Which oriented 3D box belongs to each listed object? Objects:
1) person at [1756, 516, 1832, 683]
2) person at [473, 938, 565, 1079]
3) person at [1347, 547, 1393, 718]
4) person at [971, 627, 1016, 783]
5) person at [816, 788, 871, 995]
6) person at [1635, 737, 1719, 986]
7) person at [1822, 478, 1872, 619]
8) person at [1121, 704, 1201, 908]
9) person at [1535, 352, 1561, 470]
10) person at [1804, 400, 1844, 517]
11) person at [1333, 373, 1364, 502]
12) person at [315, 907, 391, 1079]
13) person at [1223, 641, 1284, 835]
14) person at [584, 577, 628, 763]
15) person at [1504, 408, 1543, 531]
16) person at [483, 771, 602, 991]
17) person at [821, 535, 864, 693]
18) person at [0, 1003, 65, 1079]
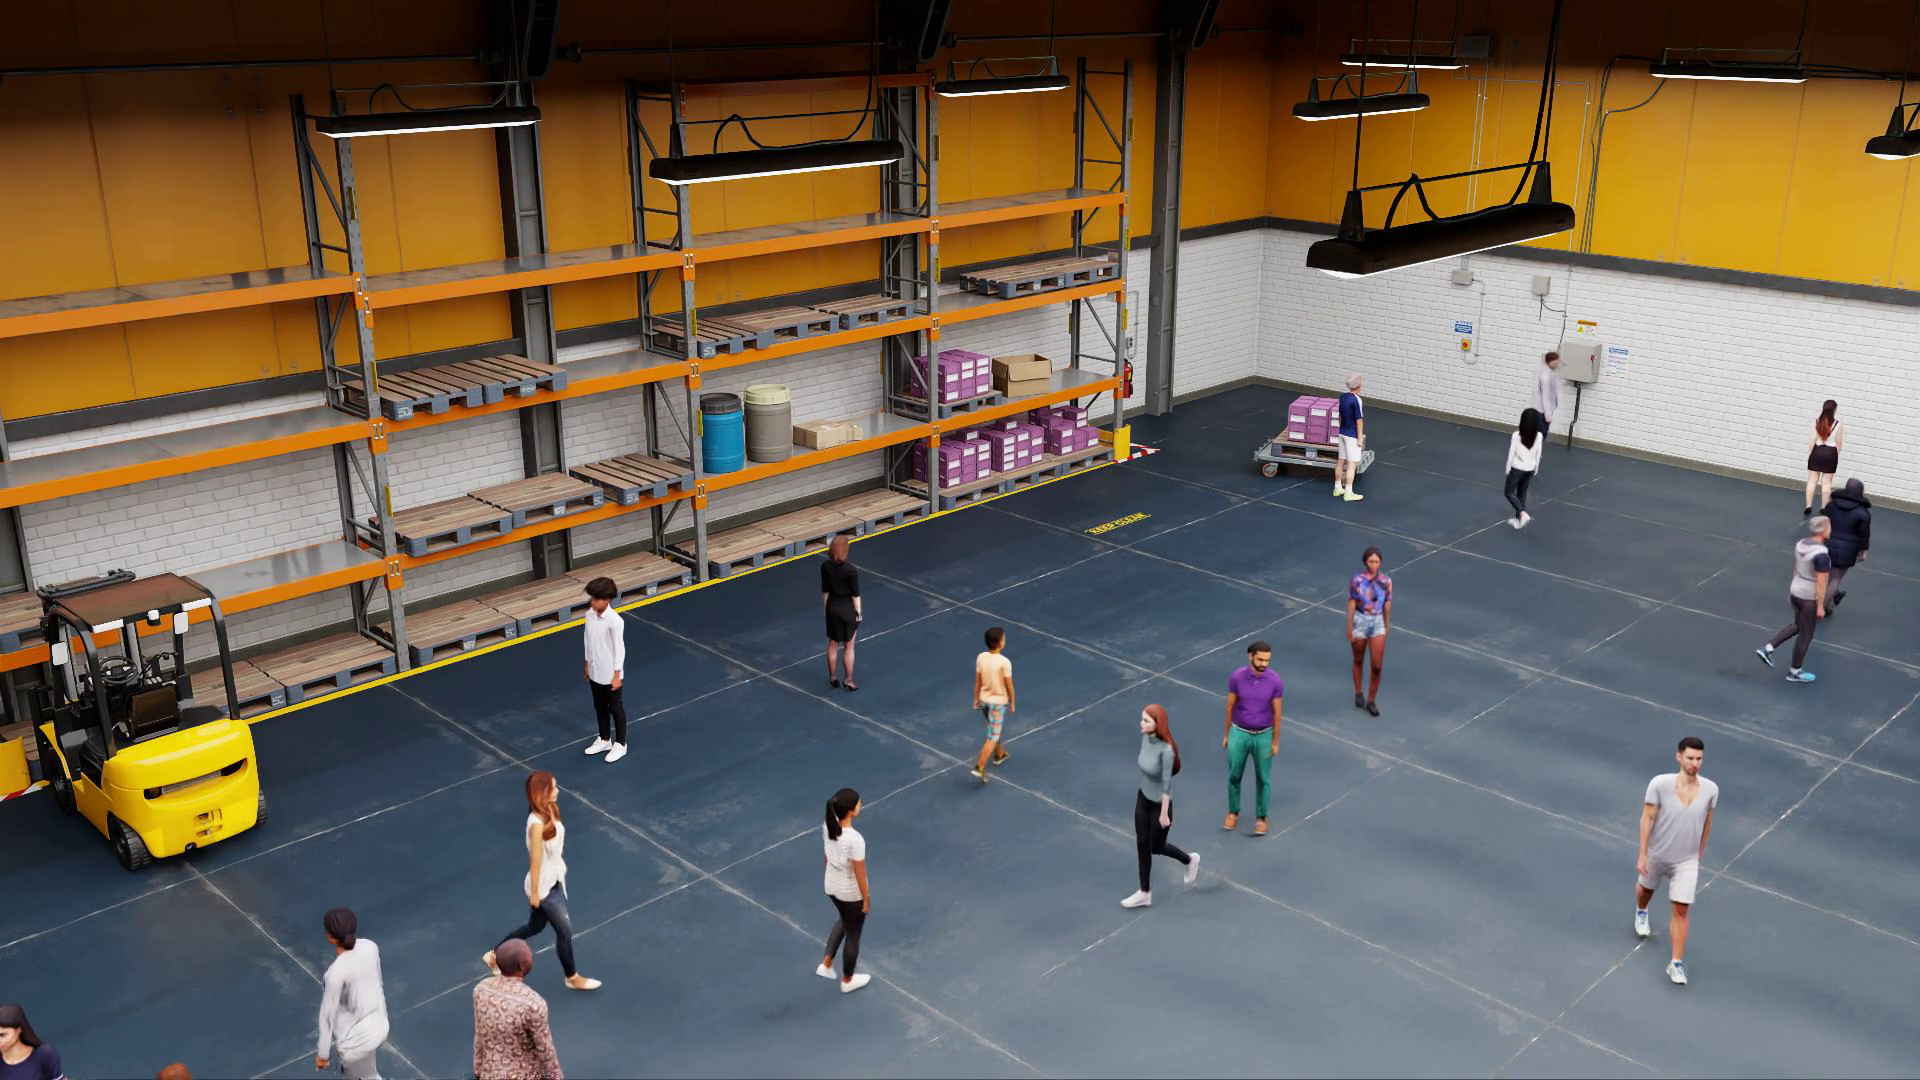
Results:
[{"bbox_3d":[8.807,0.622,17.498,0.990,1.817,0.934,1,19,4],"label":"person"},{"bbox_3d":[-2.688,3.234,9.793,0.885,1.785,1.227,11,22,30],"label":"person"},{"bbox_3d":[4.120,0.879,16.881,0.851,1.724,0.926,1,19,4],"label":"person"},{"bbox_3d":[0.275,1.532,15.387,0.673,1.441,1.021,12,22,33],"label":"person"},{"bbox_3d":[-0.890,2.562,12.020,0.646,1.636,0.592,-16,24,-39],"label":"person"},{"bbox_3d":[5.321,2.303,12.526,1.144,1.806,1.360,4,19,11],"label":"person"},{"bbox_3d":[10.159,0.116,19.276,1.033,1.642,0.776,-13,23,-34],"label":"person"},{"bbox_3d":[1.618,2.109,13.218,1.019,1.731,0.797,-8,20,-23],"label":"person"},{"bbox_3d":[8.901,-2.017,25.347,0.974,1.809,0.668,4,19,12],"label":"person"},{"bbox_3d":[11.911,-1.127,22.955,0.603,1.649,0.586,10,21,28],"label":"person"},{"bbox_3d":[5.567,-1.490,23.737,0.690,1.838,0.712,-7,20,-21],"label":"person"},{"bbox_3d":[-3.643,3.087,10.328,0.827,1.721,0.744,3,19,8],"label":"person"},{"bbox_3d":[2.530,1.682,14.429,0.732,1.766,0.751,5,19,14],"label":"person"},{"bbox_3d":[-3.366,1.205,15.781,0.662,1.809,0.619,13,23,34],"label":"person"},{"bbox_3d":[7.565,-0.916,22.278,0.883,1.681,0.897,-5,19,-14],"label":"person"},{"bbox_3d":[-3.102,2.496,12.034,1.128,1.754,1.085,0,19,1],"label":"person"},{"bbox_3d":[-1.235,0.761,17.259,0.640,1.706,0.590,9,21,25],"label":"person"},{"bbox_3d":[-5.200,3.355,9.485,0.739,1.752,0.795,1,19,3],"label":"person"}]
